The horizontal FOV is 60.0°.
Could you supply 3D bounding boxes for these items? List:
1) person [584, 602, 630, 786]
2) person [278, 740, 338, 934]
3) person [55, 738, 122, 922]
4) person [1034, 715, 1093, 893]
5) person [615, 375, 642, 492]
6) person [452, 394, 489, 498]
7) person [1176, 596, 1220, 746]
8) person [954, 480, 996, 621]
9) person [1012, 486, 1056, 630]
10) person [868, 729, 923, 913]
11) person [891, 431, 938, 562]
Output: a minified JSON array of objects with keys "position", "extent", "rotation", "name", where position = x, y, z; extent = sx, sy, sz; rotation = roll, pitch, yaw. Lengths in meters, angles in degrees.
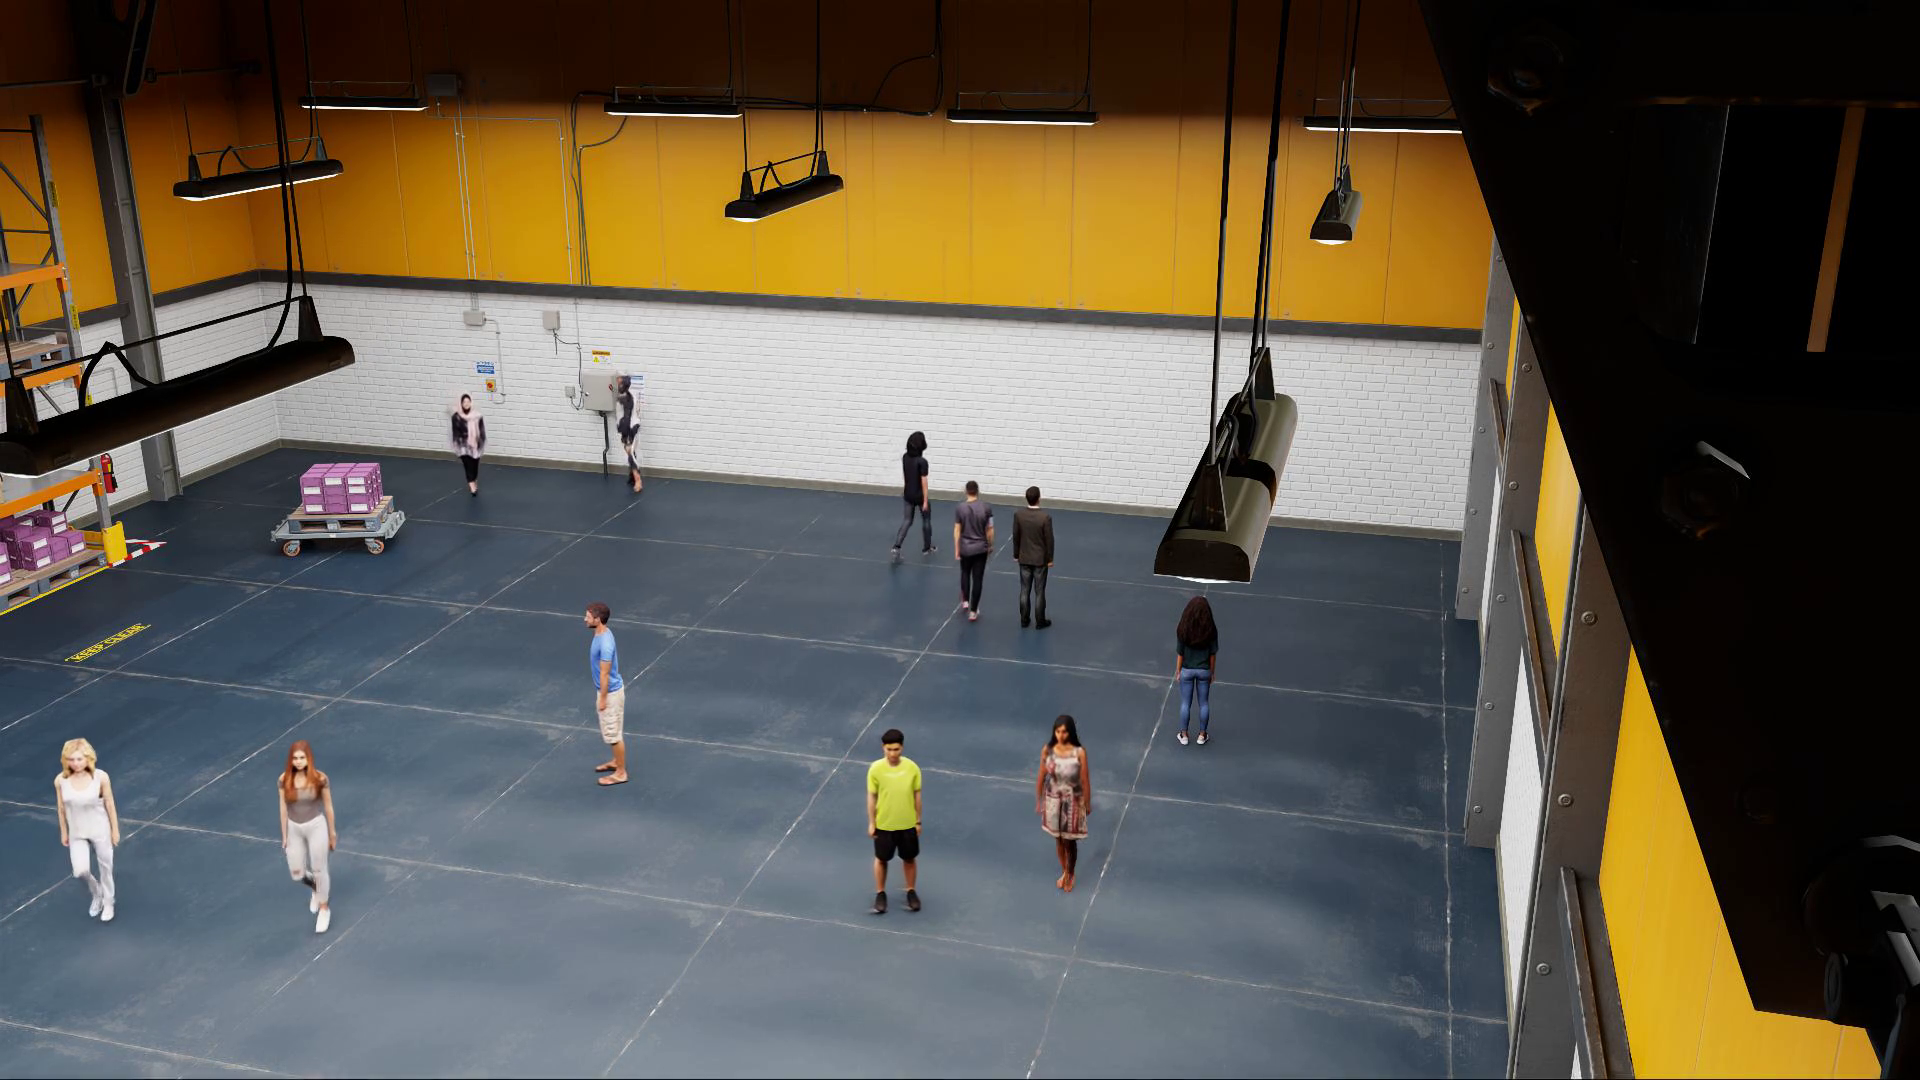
[{"position":[-3.484,1.493,16.510],"extent":[0.790,1.863,0.677],"rotation":[-5,19,-15],"name":"person"},{"position":[-5.442,2.433,13.952],"extent":[0.728,1.713,0.790],"rotation":[-2,19,-5],"name":"person"},{"position":[-7.348,2.414,14.090],"extent":[0.725,1.662,0.746],"rotation":[-5,19,-14],"name":"person"},{"position":[0.945,2.261,14.585],"extent":[0.705,1.636,0.665],"rotation":[8,20,22],"name":"person"},{"position":[-5.193,-1.725,26.066],"extent":[0.980,1.863,0.813],"rotation":[-1,19,-3],"name":"person"},{"position":[-7.599,-1.484,25.765],"extent":[1.038,1.598,1.140],"rotation":[-8,20,-23],"name":"person"},{"position":[2.451,1.353,17.311],"extent":[0.642,1.616,0.646],"rotation":[1,19,4],"name":"person"},{"position":[0.162,0.157,20.674],"extent":[0.708,1.738,0.905],"rotation":[3,19,8],"name":"person"},{"position":[0.900,0.207,20.421],"extent":[0.715,1.805,0.596],"rotation":[8,20,23],"name":"person"},{"position":[-0.555,2.367,14.164],"extent":[0.680,1.703,0.654],"rotation":[-2,19,-6],"name":"person"},{"position":[-0.673,-0.583,22.776],"extent":[0.885,1.798,1.174],"rotation":[13,22,33],"name":"person"}]
